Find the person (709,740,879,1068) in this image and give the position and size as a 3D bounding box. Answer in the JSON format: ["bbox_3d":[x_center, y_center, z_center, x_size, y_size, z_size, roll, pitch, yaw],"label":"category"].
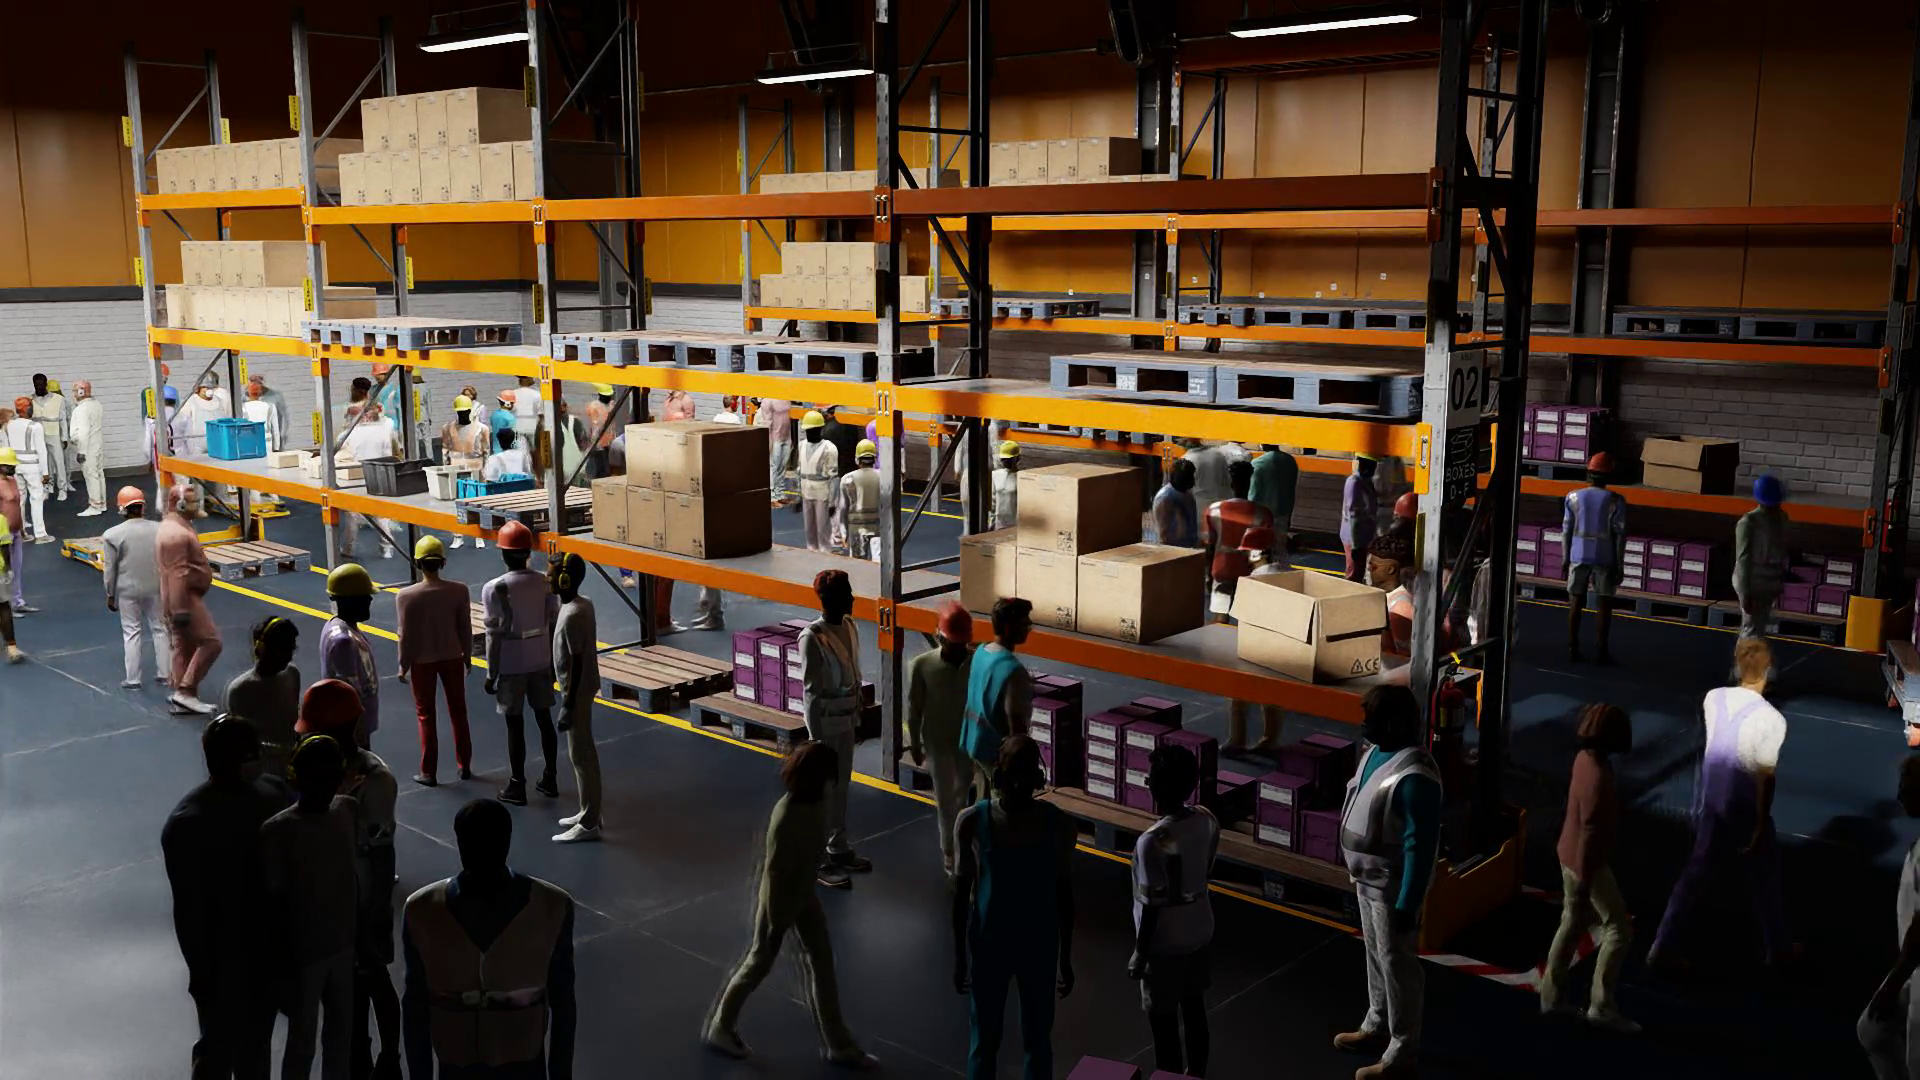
[{"bbox_3d":[-0.817,1.657,7.639,0.822,1.576,0.518,4,11,22],"label":"person"}]

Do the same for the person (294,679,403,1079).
[{"bbox_3d":[-2.693,1.541,7.306,0.543,1.929,0.385,7,12,35],"label":"person"}]

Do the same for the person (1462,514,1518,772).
[{"bbox_3d":[3.825,0.739,11.993,0.359,1.876,0.575,5,11,28],"label":"person"}]

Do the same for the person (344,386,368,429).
[{"bbox_3d":[-8.644,-1.354,23.963,0.437,1.823,0.576,3,11,19],"label":"person"}]

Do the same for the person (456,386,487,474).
[{"bbox_3d":[-7.536,-1.565,25.703,0.519,1.633,0.314,3,10,14],"label":"person"}]

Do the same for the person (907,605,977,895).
[{"bbox_3d":[-0.021,1.193,9.957,0.570,1.693,0.935,-2,10,-11],"label":"person"}]

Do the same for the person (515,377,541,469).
[{"bbox_3d":[-7.282,-2.027,28.028,0.494,1.730,0.324,2,10,11],"label":"person"}]

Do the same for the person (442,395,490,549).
[{"bbox_3d":[-6.169,-0.847,20.796,0.584,1.928,0.373,-1,10,-6],"label":"person"}]

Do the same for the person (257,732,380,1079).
[{"bbox_3d":[-2.562,1.676,6.722,0.335,1.865,0.521,5,11,25],"label":"person"}]

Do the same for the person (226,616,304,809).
[{"bbox_3d":[-3.694,1.301,8.909,0.530,1.838,0.639,4,11,20],"label":"person"}]

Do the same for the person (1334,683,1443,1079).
[{"bbox_3d":[1.931,1.544,7.531,0.429,1.839,0.634,0,10,-3],"label":"person"}]

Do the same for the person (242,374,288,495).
[{"bbox_3d":[-10.557,-1.592,25.295,0.664,1.869,0.835,-4,11,-22],"label":"person"}]

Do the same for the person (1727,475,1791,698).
[{"bbox_3d":[6.697,0.374,14.009,0.680,1.899,0.534,-7,12,-34],"label":"person"}]

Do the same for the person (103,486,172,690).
[{"bbox_3d":[-7.029,0.405,14.238,0.350,1.744,0.566,10,14,43],"label":"person"}]

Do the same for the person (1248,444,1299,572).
[{"bbox_3d":[3.234,-0.229,17.309,0.629,1.930,0.358,-7,12,-33],"label":"person"}]

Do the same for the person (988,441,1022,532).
[{"bbox_3d":[0.527,-0.173,17.478,0.518,1.757,0.340,7,12,34],"label":"person"}]

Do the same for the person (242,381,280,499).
[{"bbox_3d":[-9.895,-1.296,23.458,0.584,1.882,0.337,-7,12,-35],"label":"person"}]

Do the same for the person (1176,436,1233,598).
[{"bbox_3d":[2.611,-0.289,17.826,0.772,1.874,0.397,-4,11,-20],"label":"person"}]

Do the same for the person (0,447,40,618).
[{"bbox_3d":[-9.674,-0.073,16.924,0.339,1.752,0.528,-1,10,-5],"label":"person"}]

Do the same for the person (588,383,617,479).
[{"bbox_3d":[-5.100,-1.390,24.018,0.590,1.882,0.619,5,11,24],"label":"person"}]

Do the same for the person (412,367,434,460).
[{"bbox_3d":[-9.191,-2.060,28.178,0.491,1.743,0.324,-8,13,-37],"label":"person"}]

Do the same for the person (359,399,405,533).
[{"bbox_3d":[-7.706,-0.972,21.988,0.798,1.810,0.568,4,11,23],"label":"person"}]

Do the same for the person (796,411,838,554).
[{"bbox_3d":[-1.639,-0.509,18.892,0.590,1.927,0.375,9,13,40],"label":"person"}]

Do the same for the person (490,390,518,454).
[{"bbox_3d":[-6.467,-1.278,23.774,0.574,1.739,0.350,10,14,44],"label":"person"}]

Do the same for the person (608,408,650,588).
[{"bbox_3d":[-3.523,-0.498,18.505,0.673,2.000,0.536,-7,12,-34],"label":"person"}]

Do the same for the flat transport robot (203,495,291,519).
[{"bbox_3d":[-10.061,-0.476,23.384,1.431,0.197,0.652,9,14,42],"label":"flat transport robot"}]

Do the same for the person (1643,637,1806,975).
[{"bbox_3d":[4.003,1.388,8.597,0.951,1.794,0.495,-5,11,-27],"label":"person"}]

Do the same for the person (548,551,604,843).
[{"bbox_3d":[-2.454,0.991,10.564,0.326,1.874,0.519,0,10,-3],"label":"person"}]

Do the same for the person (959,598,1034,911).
[{"bbox_3d":[0.219,1.229,9.364,0.408,1.831,0.605,-4,11,-21],"label":"person"}]

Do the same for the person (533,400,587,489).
[{"bbox_3d":[-4.973,-0.863,20.570,0.540,2.000,0.705,7,12,35],"label":"person"}]

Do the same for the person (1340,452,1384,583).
[{"bbox_3d":[3.878,-0.009,16.082,0.383,1.921,0.585,5,11,25],"label":"person"}]

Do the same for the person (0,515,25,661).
[{"bbox_3d":[-8.862,0.302,15.016,0.557,1.662,0.408,-4,11,-23],"label":"person"}]

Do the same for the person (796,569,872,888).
[{"bbox_3d":[-0.743,1.103,9.896,0.355,1.885,0.575,4,11,22],"label":"person"}]

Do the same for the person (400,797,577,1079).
[{"bbox_3d":[-1.624,1.812,5.788,0.593,1.921,0.392,-2,10,-10],"label":"person"}]

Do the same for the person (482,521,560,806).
[{"bbox_3d":[-2.975,0.832,11.281,0.542,1.938,0.358,-9,13,-41],"label":"person"}]

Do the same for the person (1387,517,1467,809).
[{"bbox_3d":[2.992,0.840,10.942,0.717,2.000,0.622,-6,12,-29],"label":"person"}]

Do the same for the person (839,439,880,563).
[{"bbox_3d":[-0.941,-0.115,16.973,0.586,1.824,0.404,-1,10,-8],"label":"person"}]

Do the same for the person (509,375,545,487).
[{"bbox_3d":[-6.691,-1.700,25.690,0.608,1.903,1.025,-1,10,-7],"label":"person"}]
